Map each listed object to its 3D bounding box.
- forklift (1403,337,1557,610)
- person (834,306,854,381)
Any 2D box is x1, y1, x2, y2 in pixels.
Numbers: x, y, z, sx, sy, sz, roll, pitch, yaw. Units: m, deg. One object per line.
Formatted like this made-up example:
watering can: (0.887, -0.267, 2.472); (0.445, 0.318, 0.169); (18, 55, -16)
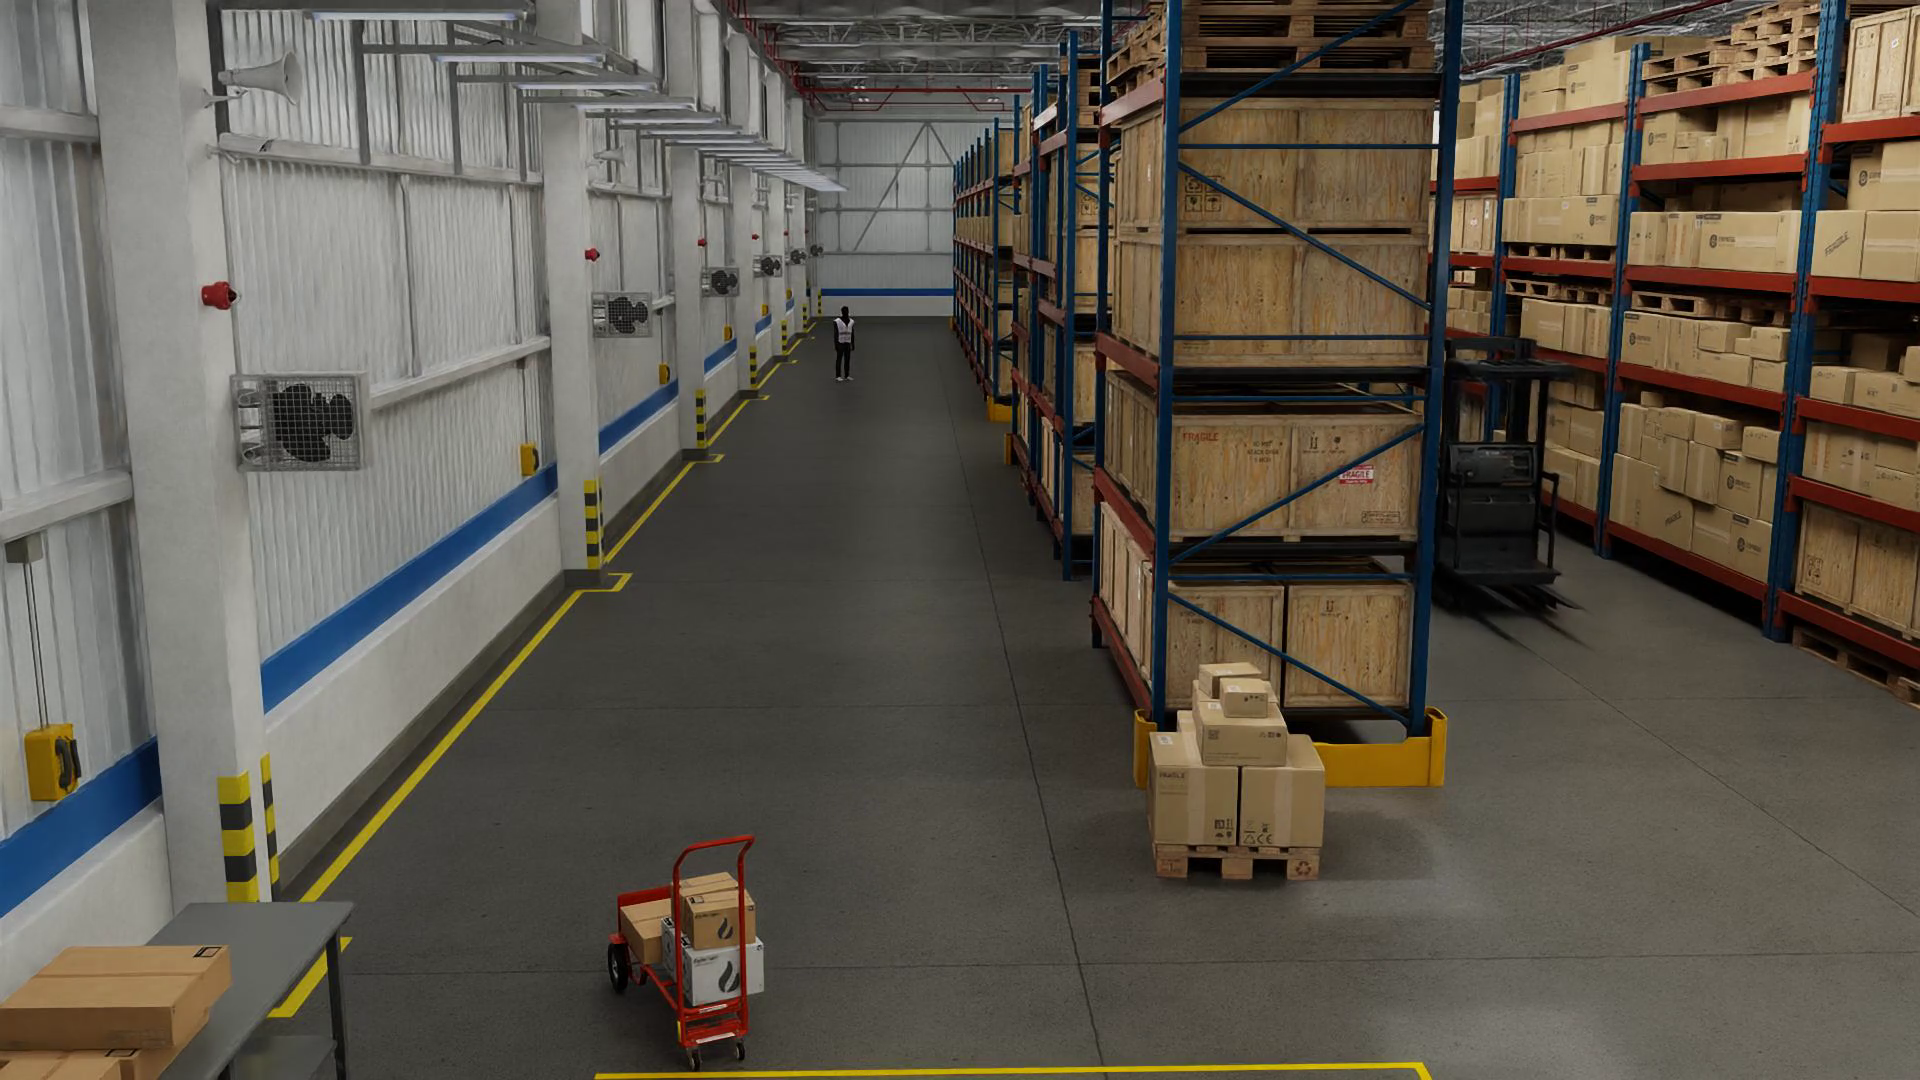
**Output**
forklift: (5.637, -0.798, 18.001); (1.129, 2.768, 1.873); (0, 11, -2)
person: (-2.961, -5.011, 42.470); (0.588, 1.910, 0.385); (-8, 13, -36)
